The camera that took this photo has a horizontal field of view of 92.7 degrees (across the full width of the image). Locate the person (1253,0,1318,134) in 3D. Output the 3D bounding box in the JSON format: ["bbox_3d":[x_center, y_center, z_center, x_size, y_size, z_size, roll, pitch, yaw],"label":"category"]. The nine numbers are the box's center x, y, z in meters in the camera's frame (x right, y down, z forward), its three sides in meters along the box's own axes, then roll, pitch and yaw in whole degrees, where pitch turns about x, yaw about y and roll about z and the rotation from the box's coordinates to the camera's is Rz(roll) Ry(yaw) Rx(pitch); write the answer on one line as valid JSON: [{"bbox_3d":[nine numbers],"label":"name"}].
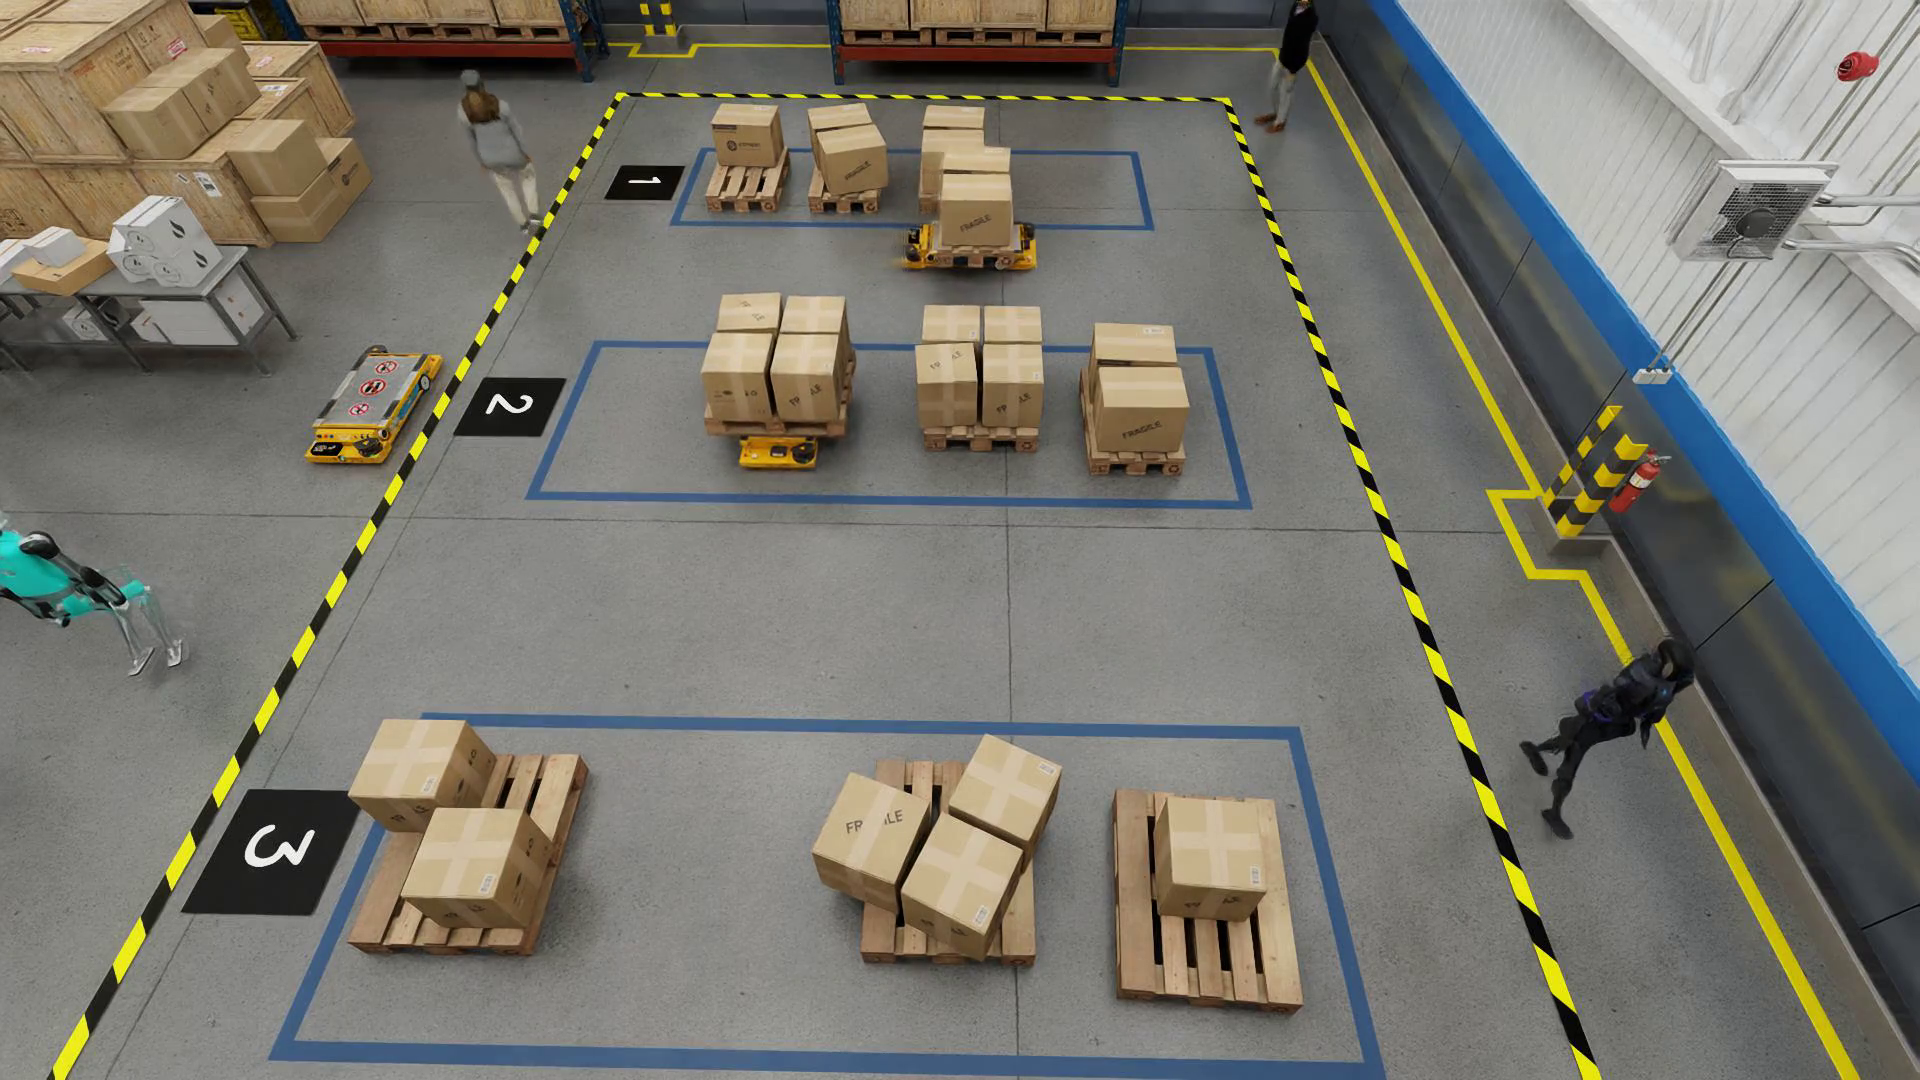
[{"bbox_3d":[4.106,-5.957,11.374,0.451,1.851,0.628,-9,50,-8],"label":"person"}]

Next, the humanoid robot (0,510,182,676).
[{"bbox_3d":[-5.834,0.258,6.098,0.533,1.677,0.735,-11,51,-9],"label":"humanoid robot"}]

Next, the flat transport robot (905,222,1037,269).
[{"bbox_3d":[0.124,-3.259,10.107,1.431,0.197,0.652,1,50,1],"label":"flat transport robot"}]

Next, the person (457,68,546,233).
[{"bbox_3d":[-4.956,-4.185,9.927,0.590,1.752,0.443,-7,50,-6],"label":"person"}]

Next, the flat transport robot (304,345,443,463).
[{"bbox_3d":[-5.383,-1.269,8.441,0.659,0.231,1.431,1,50,1],"label":"flat transport robot"}]

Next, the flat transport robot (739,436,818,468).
[{"bbox_3d":[-1.583,-1.232,8.392,0.652,0.197,1.431,1,50,1],"label":"flat transport robot"}]

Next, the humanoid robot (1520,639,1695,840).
[{"bbox_3d":[3.917,1.152,5.484,0.589,1.634,0.722,-7,50,-6],"label":"humanoid robot"}]
